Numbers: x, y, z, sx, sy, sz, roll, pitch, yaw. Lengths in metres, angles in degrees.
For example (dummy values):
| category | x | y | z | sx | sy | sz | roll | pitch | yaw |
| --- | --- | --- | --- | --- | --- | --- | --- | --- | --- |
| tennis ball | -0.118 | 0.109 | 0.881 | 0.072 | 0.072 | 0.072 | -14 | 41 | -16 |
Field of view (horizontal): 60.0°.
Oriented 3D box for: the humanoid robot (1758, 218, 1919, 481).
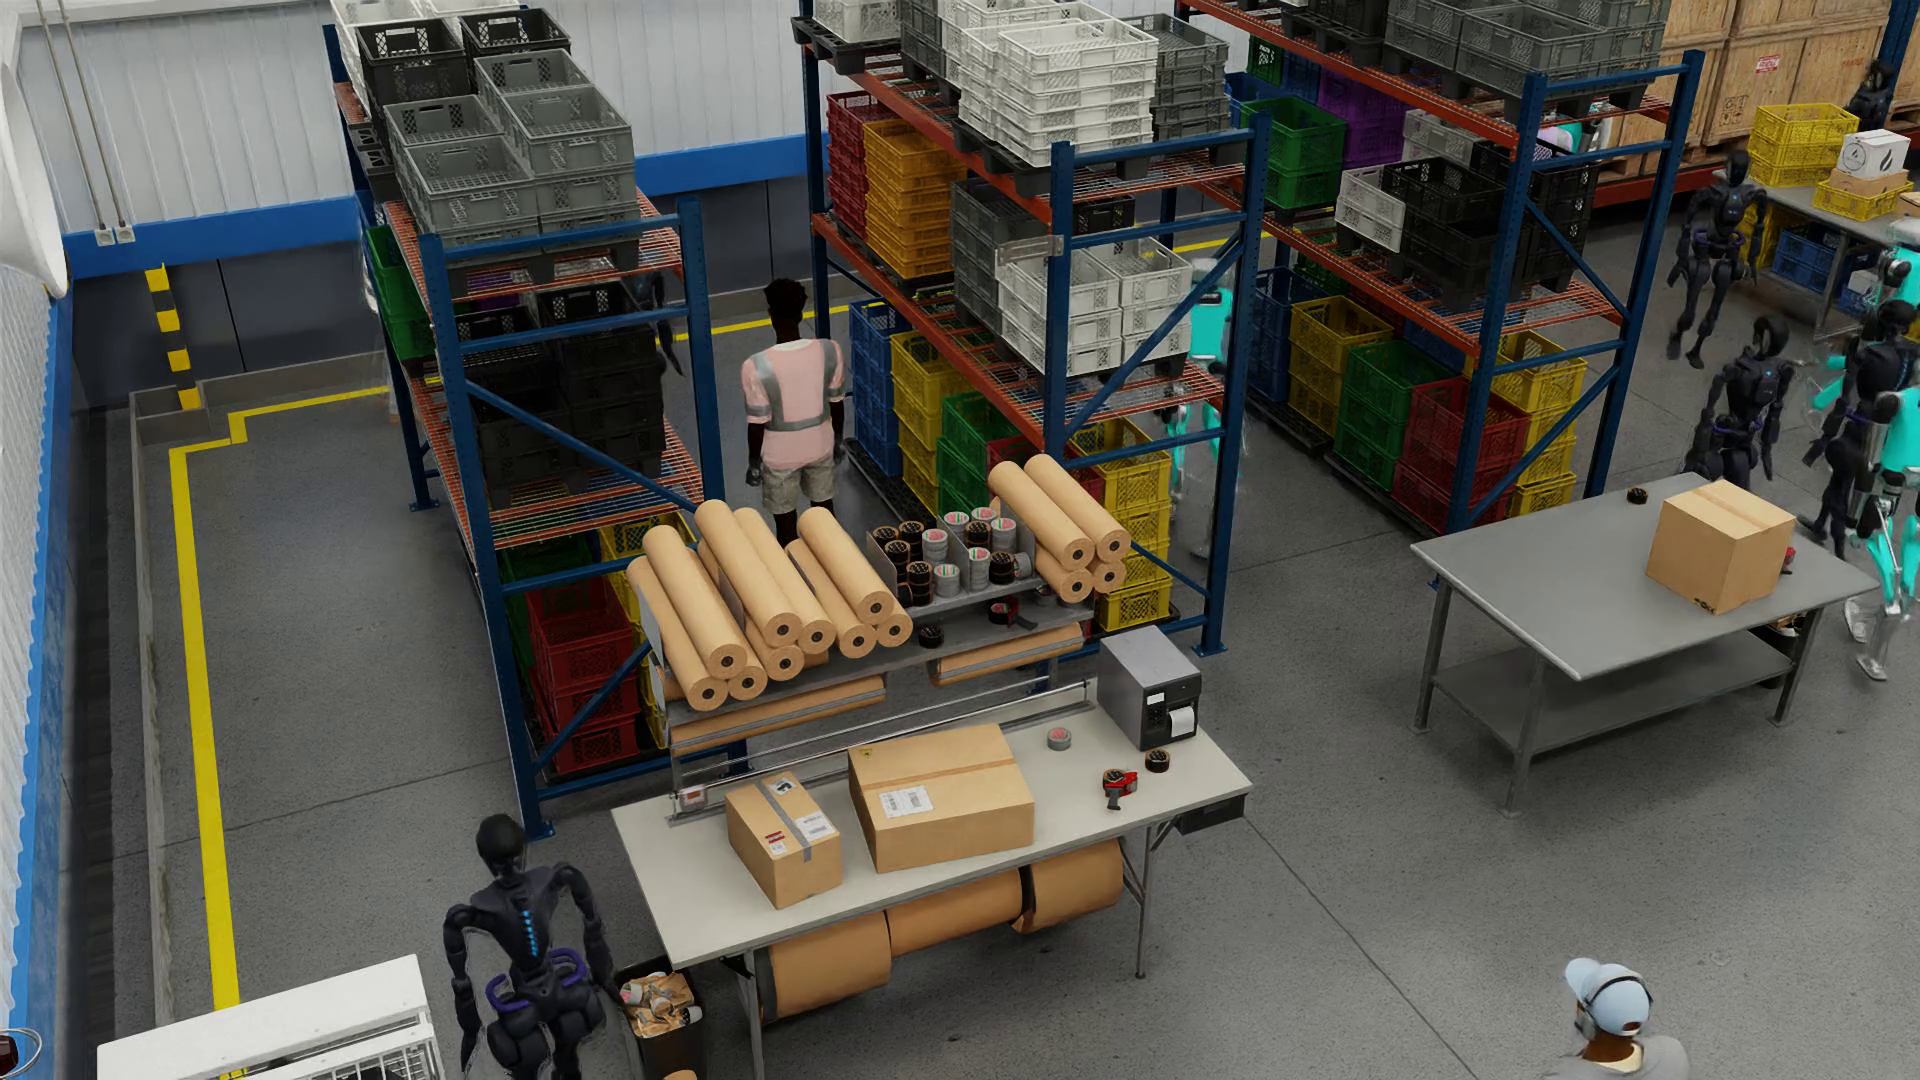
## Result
| category | x | y | z | sx | sy | sz | roll | pitch | yaw |
| --- | --- | --- | --- | --- | --- | --- | --- | --- | --- |
| humanoid robot | 5.600 | -1.299 | 10.694 | 0.531 | 1.768 | 0.961 | -24 | 39 | -33 |

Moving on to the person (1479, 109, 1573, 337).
| category | x | y | z | sx | sy | sz | roll | pitch | yaw |
| --- | --- | --- | --- | --- | --- | --- | --- | --- | --- |
| person | 4.055 | -2.384 | 12.152 | 0.615 | 2.041 | 0.377 | 0 | 32 | -1 |

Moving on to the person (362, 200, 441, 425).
| category | x | y | z | sx | sy | sz | roll | pitch | yaw |
| --- | --- | --- | --- | --- | --- | --- | --- | --- | --- |
| person | -3.724 | -1.582 | 11.082 | 0.476 | 1.802 | 0.657 | -15 | 35 | -22 |

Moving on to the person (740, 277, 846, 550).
| category | x | y | z | sx | sy | sz | roll | pitch | yaw |
| --- | --- | --- | --- | --- | --- | --- | --- | --- | --- |
| person | -0.907 | -0.509 | 9.178 | 0.609 | 1.964 | 0.365 | -17 | 36 | -26 |

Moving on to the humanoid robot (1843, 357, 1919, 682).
| category | x | y | z | sx | sy | sz | roll | pitch | yaw |
| --- | --- | --- | --- | --- | --- | --- | --- | --- | --- |
| humanoid robot | 4.925 | 0.004 | 8.607 | 0.530 | 1.767 | 0.940 | 2 | 32 | 4 |

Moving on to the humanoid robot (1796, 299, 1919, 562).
| category | x | y | z | sx | sy | sz | roll | pitch | yaw |
| --- | --- | --- | --- | --- | --- | --- | --- | --- | --- |
| humanoid robot | 5.200 | -0.620 | 9.650 | 0.591 | 1.640 | 0.597 | -12 | 34 | -19 |

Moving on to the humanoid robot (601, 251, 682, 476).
| category | x | y | z | sx | sy | sz | roll | pitch | yaw |
| --- | --- | --- | --- | --- | --- | --- | --- | --- | --- |
| humanoid robot | -2.084 | -1.156 | 10.529 | 0.407 | 1.648 | 0.611 | 24 | 39 | 33 |

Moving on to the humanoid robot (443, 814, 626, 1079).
| category | x | y | z | sx | sy | sz | roll | pitch | yaw |
| --- | --- | --- | --- | --- | --- | --- | --- | --- | --- |
| humanoid robot | -1.457 | 1.689 | 5.897 | 0.608 | 1.628 | 0.644 | -20 | 37 | -29 |

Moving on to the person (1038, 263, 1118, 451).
| category | x | y | z | sx | sy | sz | roll | pitch | yaw |
| --- | --- | --- | --- | --- | --- | --- | --- | --- | --- |
| person | 0.679 | -1.278 | 10.601 | 0.644 | 1.783 | 0.868 | -24 | 39 | -34 |

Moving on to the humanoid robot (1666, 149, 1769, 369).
| category | x | y | z | sx | sy | sz | roll | pitch | yaw |
| --- | --- | --- | --- | --- | --- | --- | --- | --- | --- |
| humanoid robot | 5.415 | -2.005 | 11.891 | 0.608 | 1.642 | 0.363 | 4 | 32 | 6 |

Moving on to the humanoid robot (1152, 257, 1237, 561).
| category | x | y | z | sx | sy | sz | roll | pitch | yaw |
| --- | --- | --- | --- | --- | --- | --- | --- | --- | --- |
| humanoid robot | 1.428 | -0.674 | 9.680 | 0.561 | 1.747 | 0.937 | -2 | 32 | -3 |

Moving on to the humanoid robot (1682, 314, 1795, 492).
| category | x | y | z | sx | sy | sz | roll | pitch | yaw |
| --- | --- | --- | --- | --- | --- | --- | --- | --- | --- |
| humanoid robot | 4.373 | -0.507 | 9.453 | 0.592 | 1.646 | 0.507 | -10 | 33 | -15 |

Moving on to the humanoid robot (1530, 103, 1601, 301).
| category | x | y | z | sx | sy | sz | roll | pitch | yaw |
| --- | --- | --- | --- | --- | --- | --- | --- | --- | --- |
| humanoid robot | 4.449 | -2.707 | 12.892 | 0.717 | 1.712 | 0.531 | -5 | 32 | -9 |

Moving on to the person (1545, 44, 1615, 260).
| category | x | y | z | sx | sy | sz | roll | pitch | yaw |
| --- | --- | --- | --- | --- | --- | --- | --- | --- | --- |
| person | 4.969 | -3.128 | 13.517 | 0.569 | 1.878 | 0.339 | -2 | 32 | -3 |

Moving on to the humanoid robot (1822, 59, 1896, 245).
| category | x | y | z | sx | sy | sz | roll | pitch | yaw |
| --- | --- | --- | --- | --- | --- | --- | --- | --- | --- |
| humanoid robot | 7.412 | -3.210 | 13.849 | 0.608 | 1.633 | 0.413 | -15 | 35 | -23 |

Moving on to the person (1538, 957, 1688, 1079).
| category | x | y | z | sx | sy | sz | roll | pitch | yaw |
| --- | --- | --- | --- | --- | --- | --- | --- | --- | --- |
| person | 1.876 | 2.013 | 5.192 | 0.599 | 1.850 | 0.385 | -13 | 34 | -21 |
